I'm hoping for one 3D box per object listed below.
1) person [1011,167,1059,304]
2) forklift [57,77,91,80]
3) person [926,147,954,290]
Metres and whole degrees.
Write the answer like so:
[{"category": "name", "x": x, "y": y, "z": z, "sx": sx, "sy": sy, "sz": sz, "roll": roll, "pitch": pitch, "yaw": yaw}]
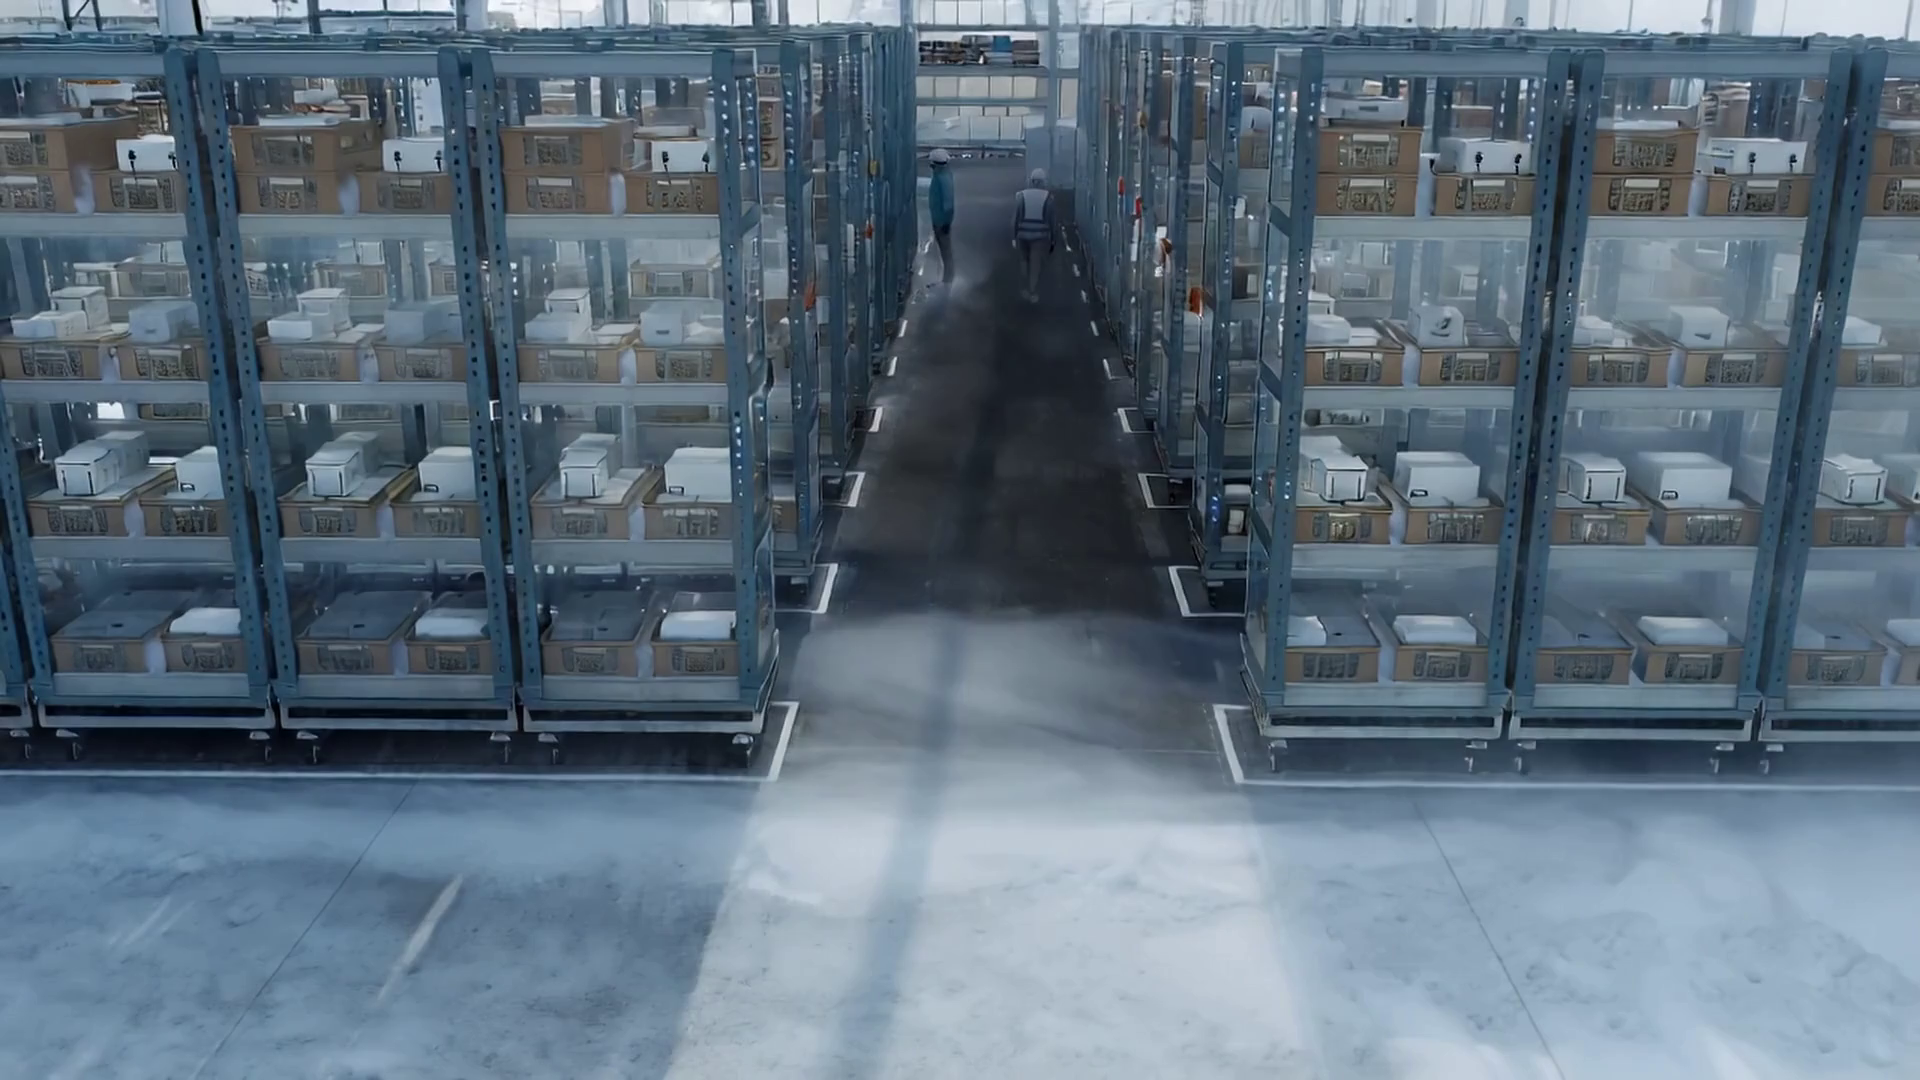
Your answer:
[{"category": "person", "x": 1.030, "y": -4.142, "z": 22.597, "sx": 0.632, "sy": 1.803, "sz": 0.668, "roll": 3, "pitch": 18, "yaw": 8}, {"category": "forklift", "x": -24.460, "y": -12.066, "z": 46.093, "sx": 1.129, "sy": 2.768, "sz": 1.873, "roll": 0, "pitch": 17, "yaw": 1}, {"category": "person", "x": -0.288, "y": -4.548, "z": 23.586, "sx": 0.395, "sy": 1.994, "sz": 0.612, "roll": -4, "pitch": 18, "yaw": -12}]
